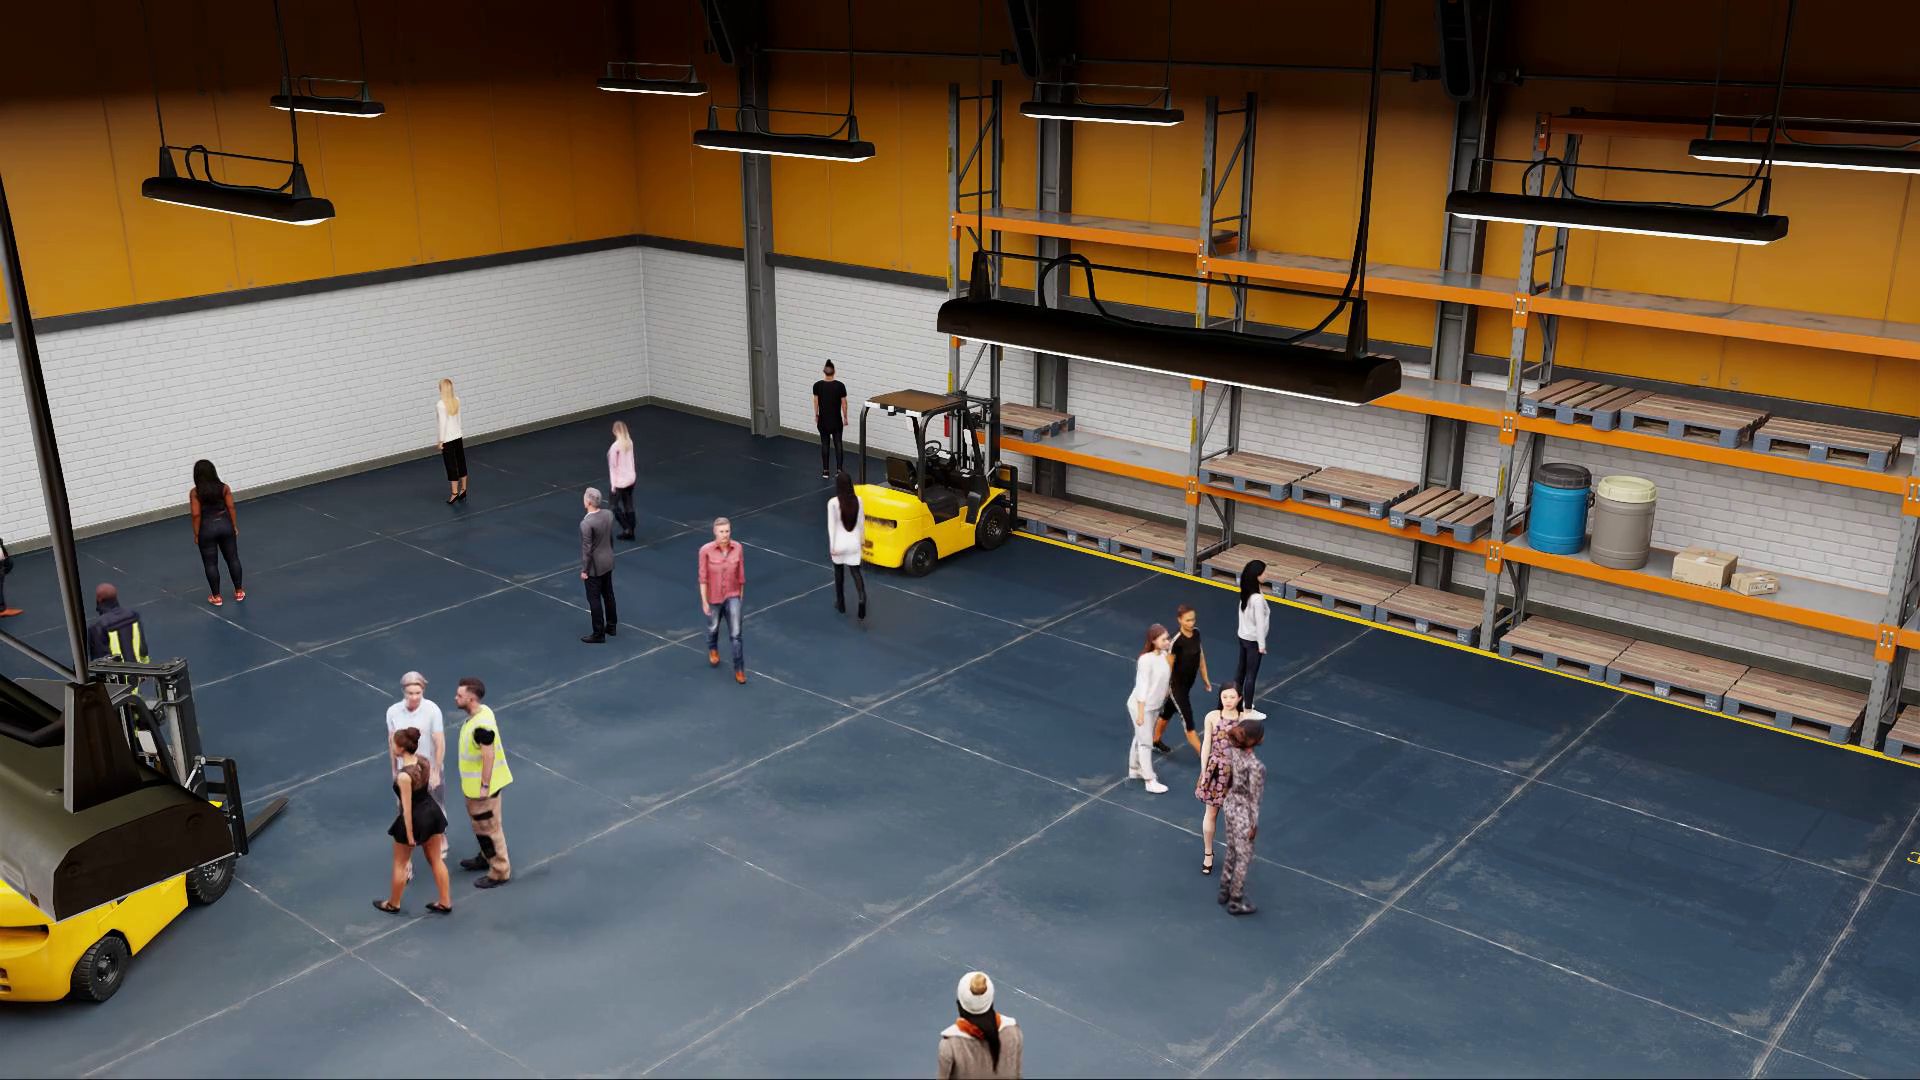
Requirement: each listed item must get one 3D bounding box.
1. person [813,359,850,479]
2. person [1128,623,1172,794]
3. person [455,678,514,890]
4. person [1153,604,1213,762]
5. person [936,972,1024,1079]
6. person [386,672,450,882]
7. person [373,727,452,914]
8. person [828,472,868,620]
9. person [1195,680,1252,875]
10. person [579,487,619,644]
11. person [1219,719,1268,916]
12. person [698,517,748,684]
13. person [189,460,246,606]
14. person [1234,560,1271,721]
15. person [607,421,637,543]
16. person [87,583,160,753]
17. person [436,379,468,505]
[{"bbox_3d":[-1.982,-1.881,25.521,0.734,1.864,0.832,1,19,4],"label":"person"},{"bbox_3d":[1.721,1.540,15.657,0.779,1.676,0.668,8,20,23],"label":"person"},{"bbox_3d":[-4.018,2.012,13.992,0.910,1.844,0.833,-6,20,-18],"label":"person"},{"bbox_3d":[2.085,1.381,16.223,1.063,1.617,0.578,16,24,39],"label":"person"},{"bbox_3d":[0.116,3.383,9.851,0.814,1.889,0.852,-5,19,-16],"label":"person"},{"bbox_3d":[-4.580,1.950,14.235,0.937,1.807,0.989,1,19,2],"label":"person"},{"bbox_3d":[-4.317,2.288,13.465,0.962,1.657,0.795,5,19,15],"label":"person"},{"bbox_3d":[-1.328,0.099,19.764,0.926,1.786,1.141,-8,20,-21],"label":"person"},{"bbox_3d":[2.249,2.014,14.097,0.778,1.774,0.857,2,19,6],"label":"person"},{"bbox_3d":[-4.183,0.270,19.169,0.721,1.842,0.779,7,20,21],"label":"person"},{"bbox_3d":[2.287,2.230,13.546,0.737,1.715,0.648,-6,19,-17],"label":"person"},{"bbox_3d":[-2.636,0.615,18.238,1.132,1.782,1.332,-6,19,-17],"label":"person"},{"bbox_3d":[-9.103,-0.107,20.332,0.719,1.814,0.703,-13,22,-33],"label":"person"},{"bbox_3d":[2.996,1.015,17.177,0.761,1.700,0.672,-4,19,-13],"label":"person"},{"bbox_3d":[-4.504,-0.772,22.522,0.632,1.677,0.648,11,22,30],"label":"person"},{"bbox_3d":[-8.136,1.284,16.208,0.957,1.810,0.898,5,19,16],"label":"person"},{"bbox_3d":[-7.413,-1.442,24.226,0.624,1.858,0.671,7,20,21],"label":"person"}]
